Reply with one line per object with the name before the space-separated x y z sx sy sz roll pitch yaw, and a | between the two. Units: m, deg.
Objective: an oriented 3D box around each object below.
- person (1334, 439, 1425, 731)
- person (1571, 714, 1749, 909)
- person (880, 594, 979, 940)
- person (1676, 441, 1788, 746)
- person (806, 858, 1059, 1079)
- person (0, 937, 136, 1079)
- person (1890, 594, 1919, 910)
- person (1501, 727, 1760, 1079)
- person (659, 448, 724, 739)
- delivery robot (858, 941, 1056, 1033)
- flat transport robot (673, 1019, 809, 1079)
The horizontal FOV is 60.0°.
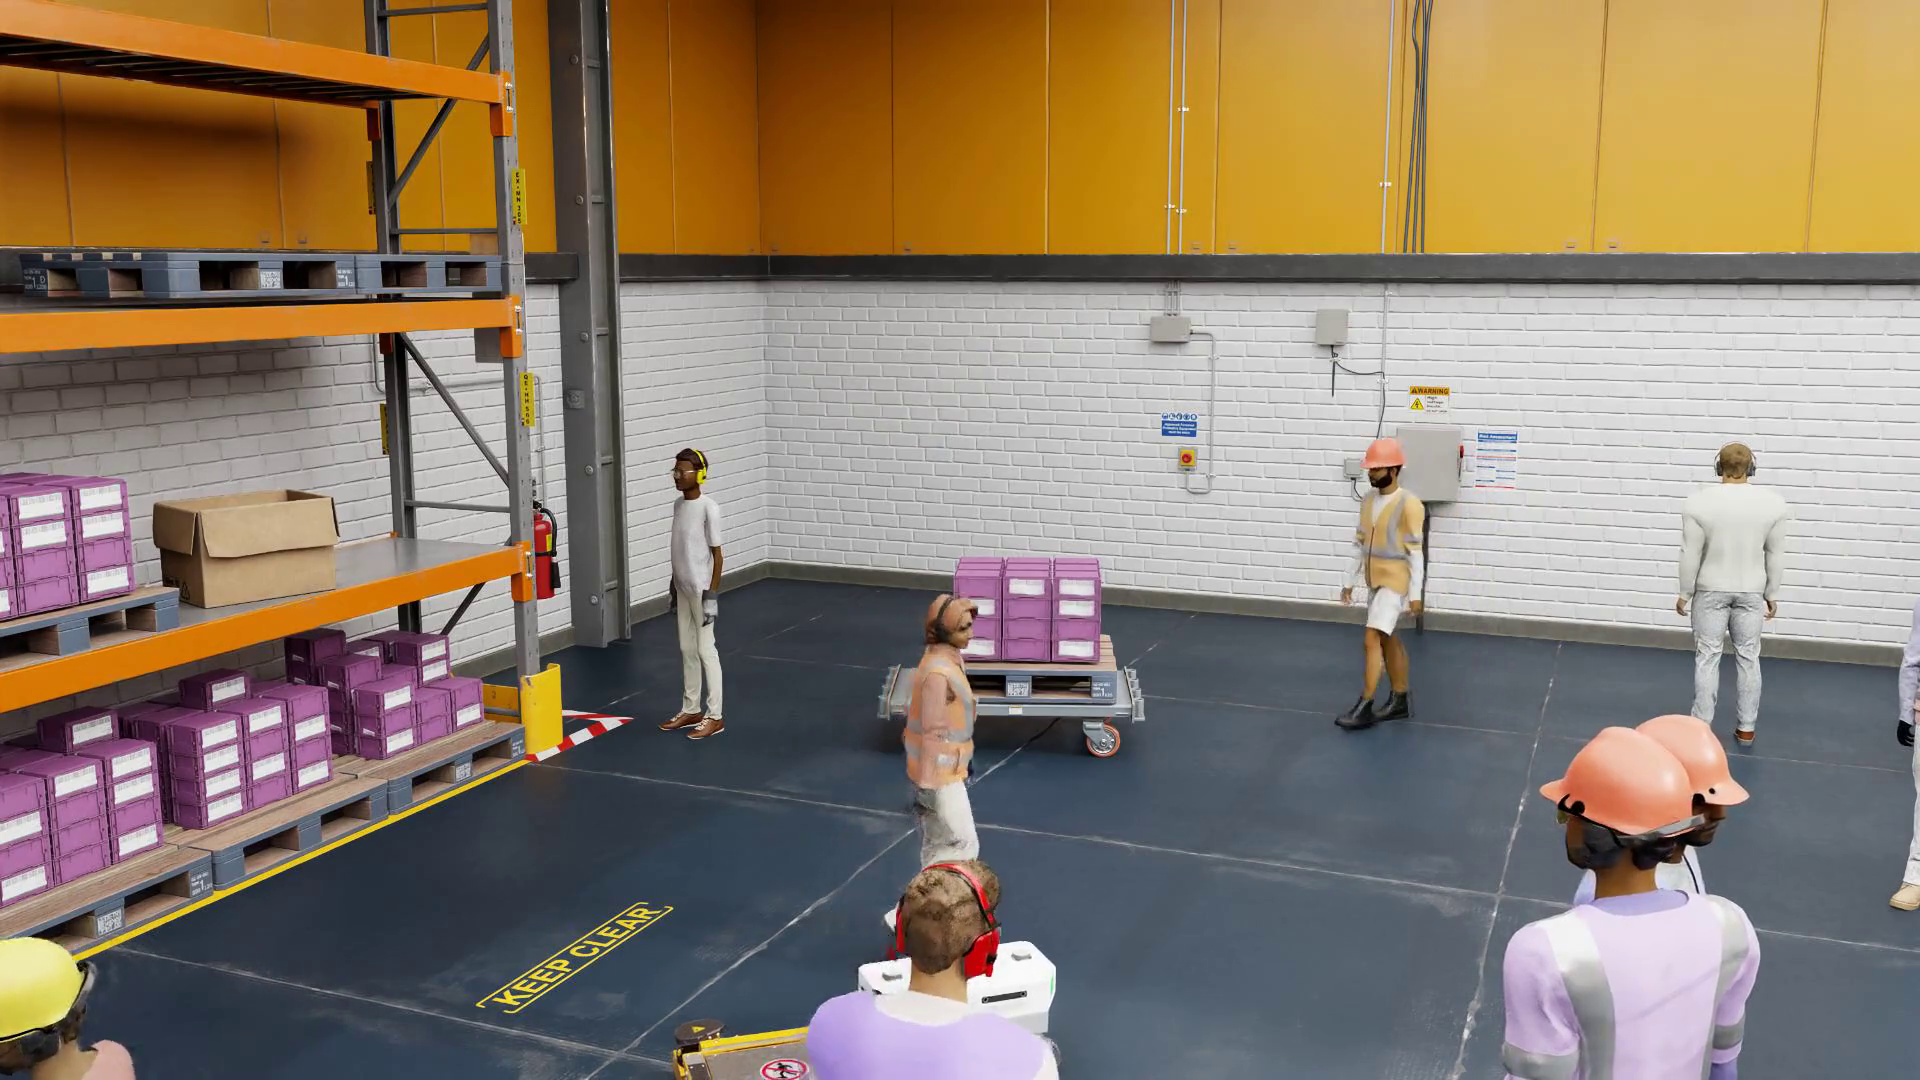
person | 2.695 0.294 10.912 0.820 1.907 0.561 -4 10 -20
person | 1.737 1.382 4.215 0.370 1.939 0.543 8 12 40
person | -0.084 1.029 7.307 0.445 1.625 0.497 -2 9 -9
person | 4.862 0.345 10.530 0.627 1.931 0.370 2 10 12
person | -0.110 1.582 3.405 0.611 1.811 0.740 5 11 27
person | -1.738 1.615 3.471 0.839 1.719 0.541 -2 10 -11
person | 4.669 0.856 7.690 0.633 1.846 0.429 9 13 44
person | 1.427 1.413 3.699 0.607 2.048 0.365 -3 10 -19
person | -1.728 0.339 10.733 0.328 1.876 0.514 -9 13 -43
delivery robot | -0.007 1.693 6.235 0.707 0.478 0.477 -3 10 -20
flat transport robot | -0.550 1.982 5.625 0.652 0.197 1.431 -3 10 -17
